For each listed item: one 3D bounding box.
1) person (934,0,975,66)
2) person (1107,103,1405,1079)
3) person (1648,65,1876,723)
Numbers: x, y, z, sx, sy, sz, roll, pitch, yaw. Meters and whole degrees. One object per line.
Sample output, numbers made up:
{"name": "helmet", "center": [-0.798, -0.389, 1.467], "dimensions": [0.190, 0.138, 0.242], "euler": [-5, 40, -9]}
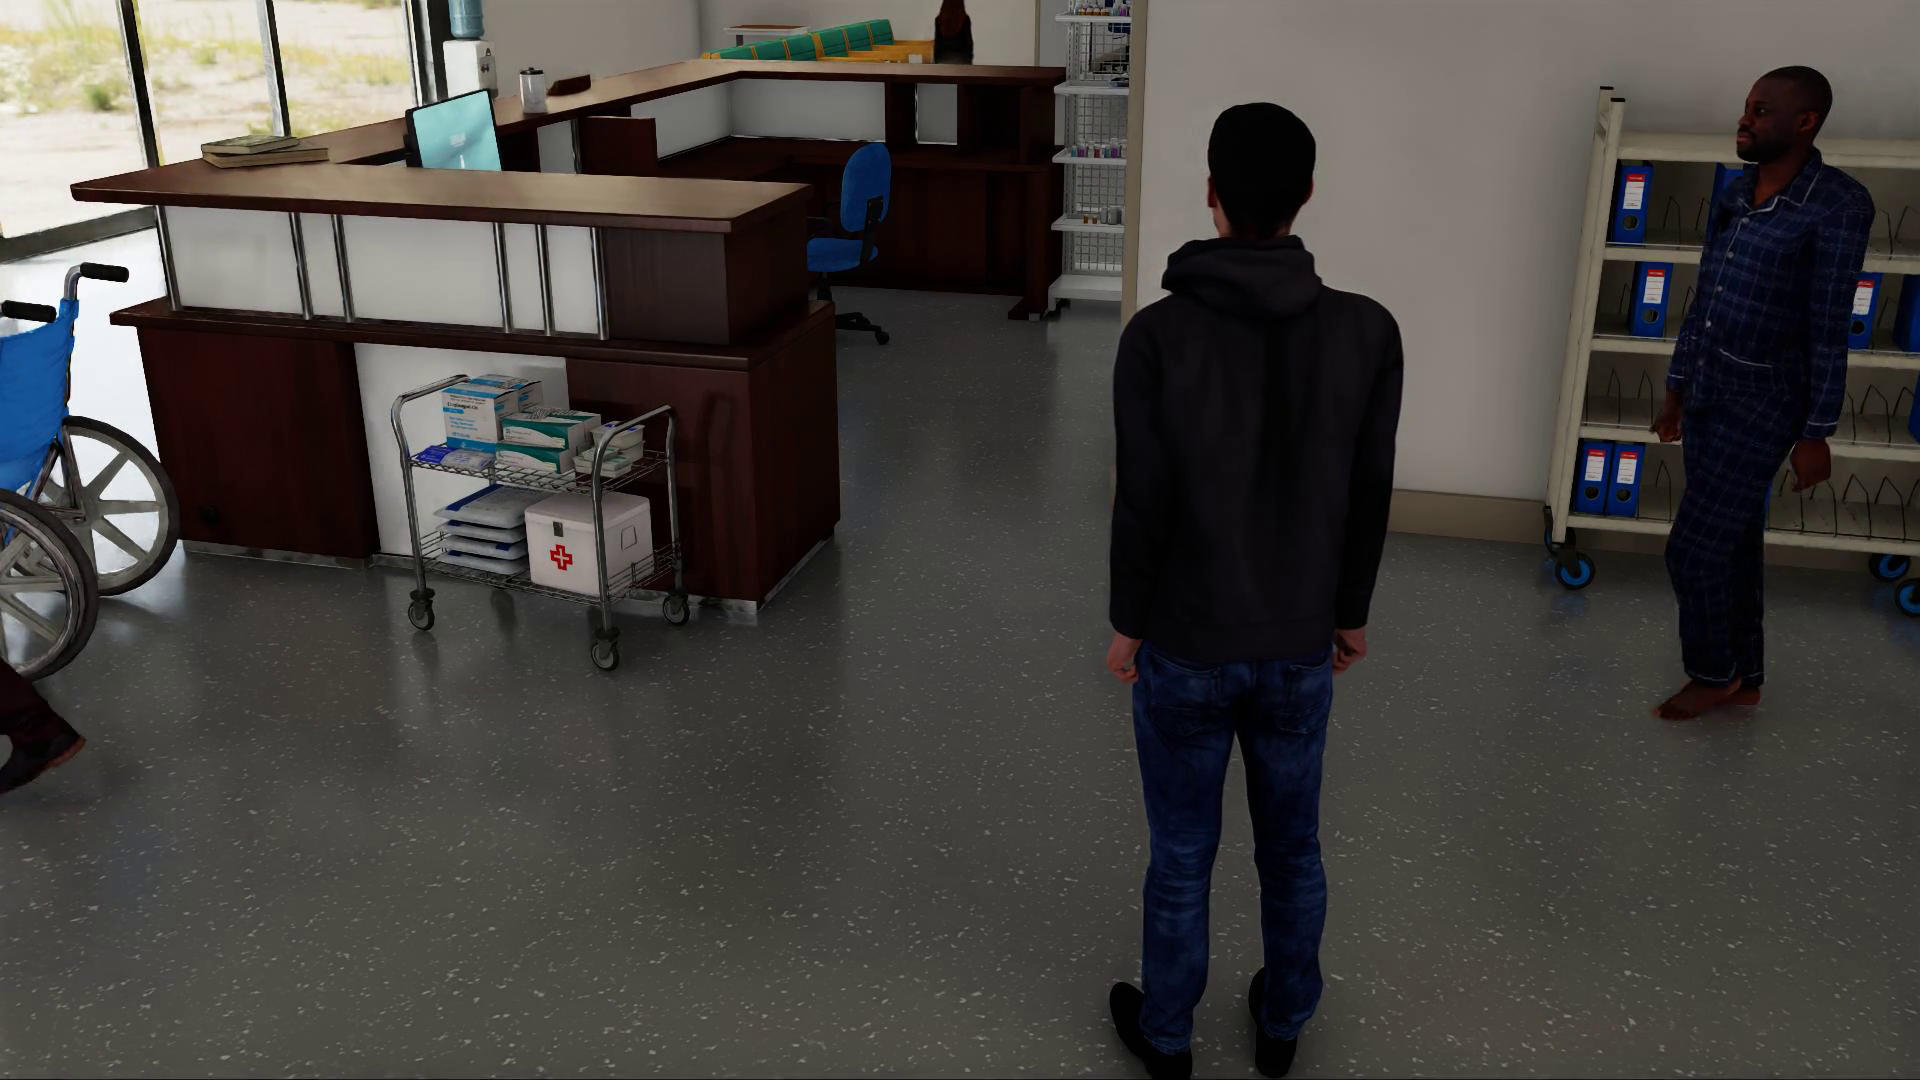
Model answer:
{"name": "person", "center": [-0.068, -4.815, 16.794], "dimensions": [0.457, 1.470, 0.637], "euler": [5, 21, 12]}
{"name": "person", "center": [0.512, 0.164, 3.049], "dimensions": [0.667, 1.895, 0.813], "euler": [-3, 21, -9]}
{"name": "person", "center": [2.229, -0.353, 4.529], "dimensions": [0.804, 1.813, 0.807], "euler": [-3, 21, -8]}
